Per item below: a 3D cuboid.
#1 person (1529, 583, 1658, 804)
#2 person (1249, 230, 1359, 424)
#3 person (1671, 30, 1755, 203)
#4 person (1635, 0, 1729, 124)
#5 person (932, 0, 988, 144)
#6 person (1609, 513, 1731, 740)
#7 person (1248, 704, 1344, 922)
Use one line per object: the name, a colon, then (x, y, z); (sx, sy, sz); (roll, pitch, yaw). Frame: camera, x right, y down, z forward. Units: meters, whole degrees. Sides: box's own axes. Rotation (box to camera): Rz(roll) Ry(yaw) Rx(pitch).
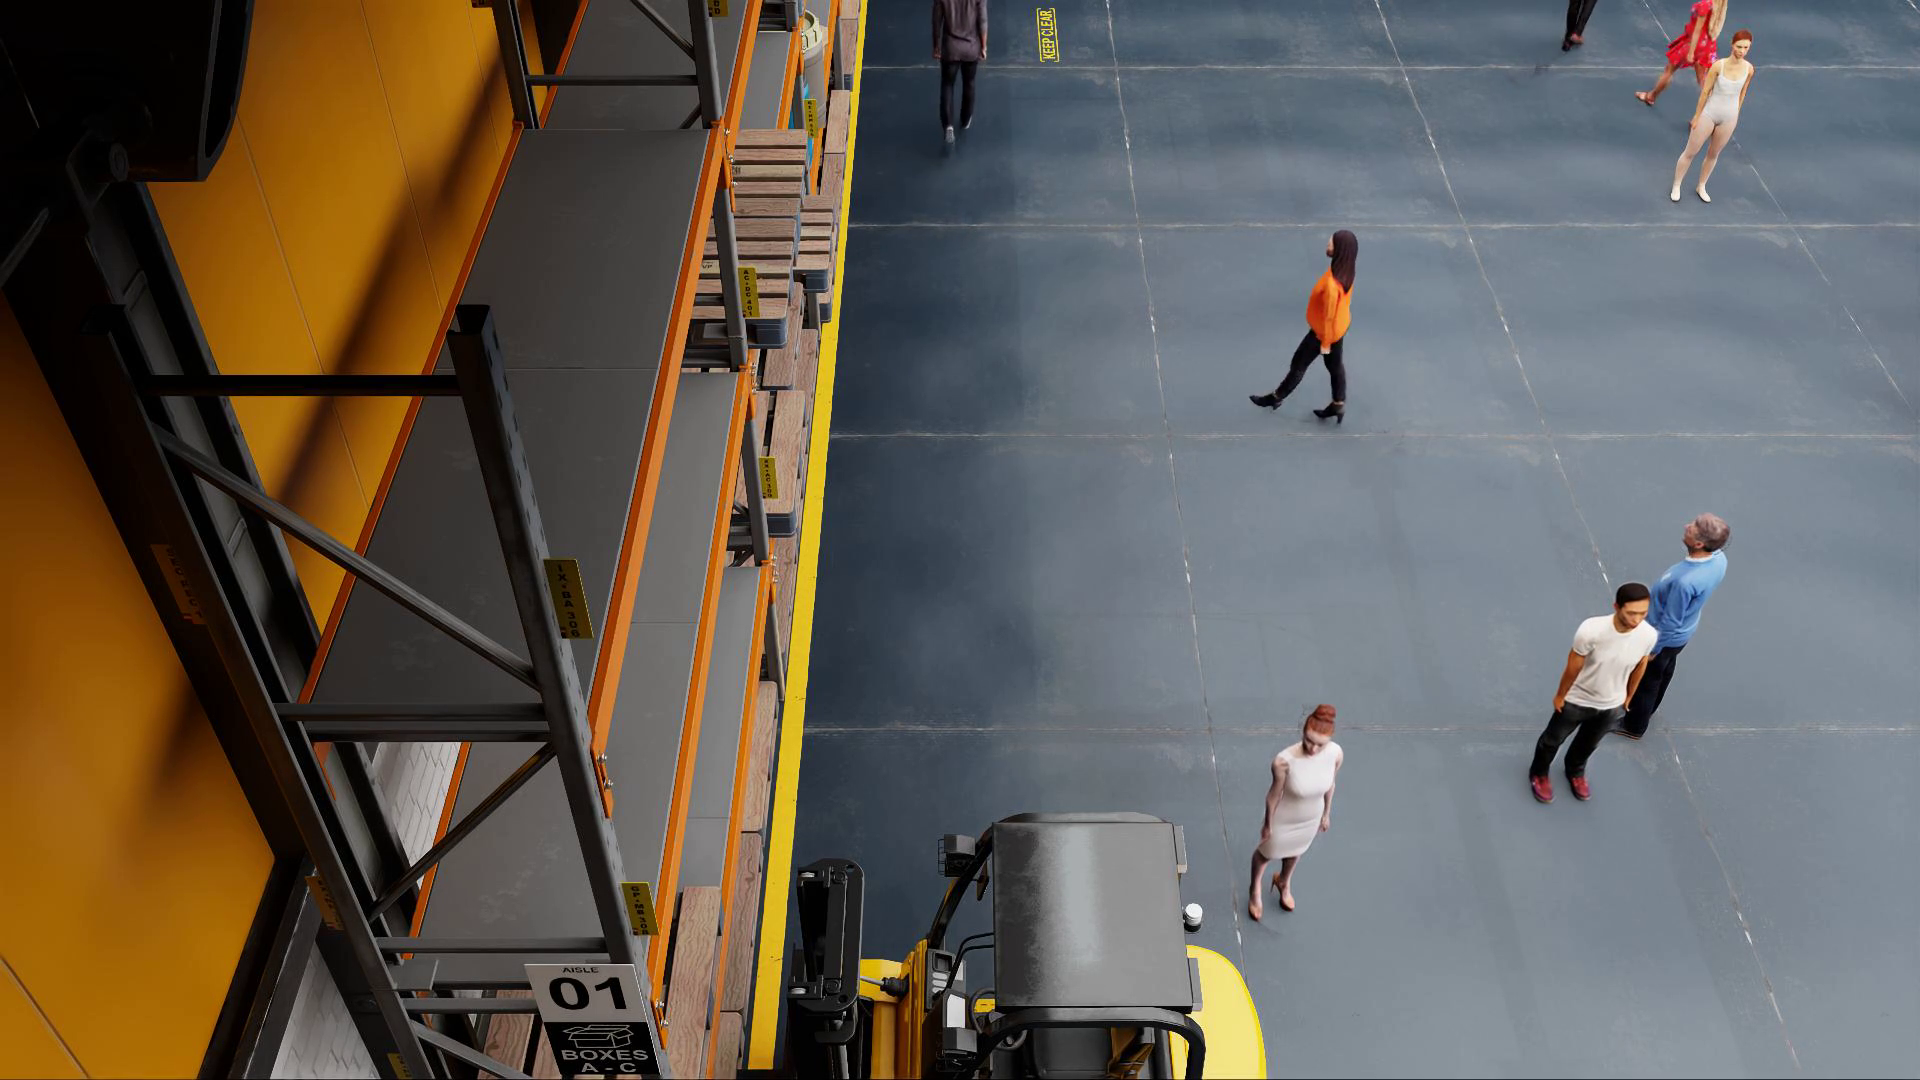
person: (3.796, 0.904, 9.985); (0.614, 1.803, 0.527); (0, 44, 0)
person: (2.878, -1.567, 12.638); (0.959, 1.722, 1.010); (19, 47, 19)
person: (6.859, -3.844, 15.085); (0.553, 1.644, 0.479); (2, 44, 2)
person: (7.202, -4.722, 16.078); (0.991, 1.544, 1.155); (-26, 50, -25)
person: (-0.004, -4.646, 15.790); (0.708, 1.832, 1.006); (3, 44, 3)
person: (4.435, 0.531, 10.365); (0.806, 1.819, 0.725); (30, 51, 28)
person: (1.871, 1.539, 9.327); (0.605, 1.792, 0.556); (-9, 44, -9)
